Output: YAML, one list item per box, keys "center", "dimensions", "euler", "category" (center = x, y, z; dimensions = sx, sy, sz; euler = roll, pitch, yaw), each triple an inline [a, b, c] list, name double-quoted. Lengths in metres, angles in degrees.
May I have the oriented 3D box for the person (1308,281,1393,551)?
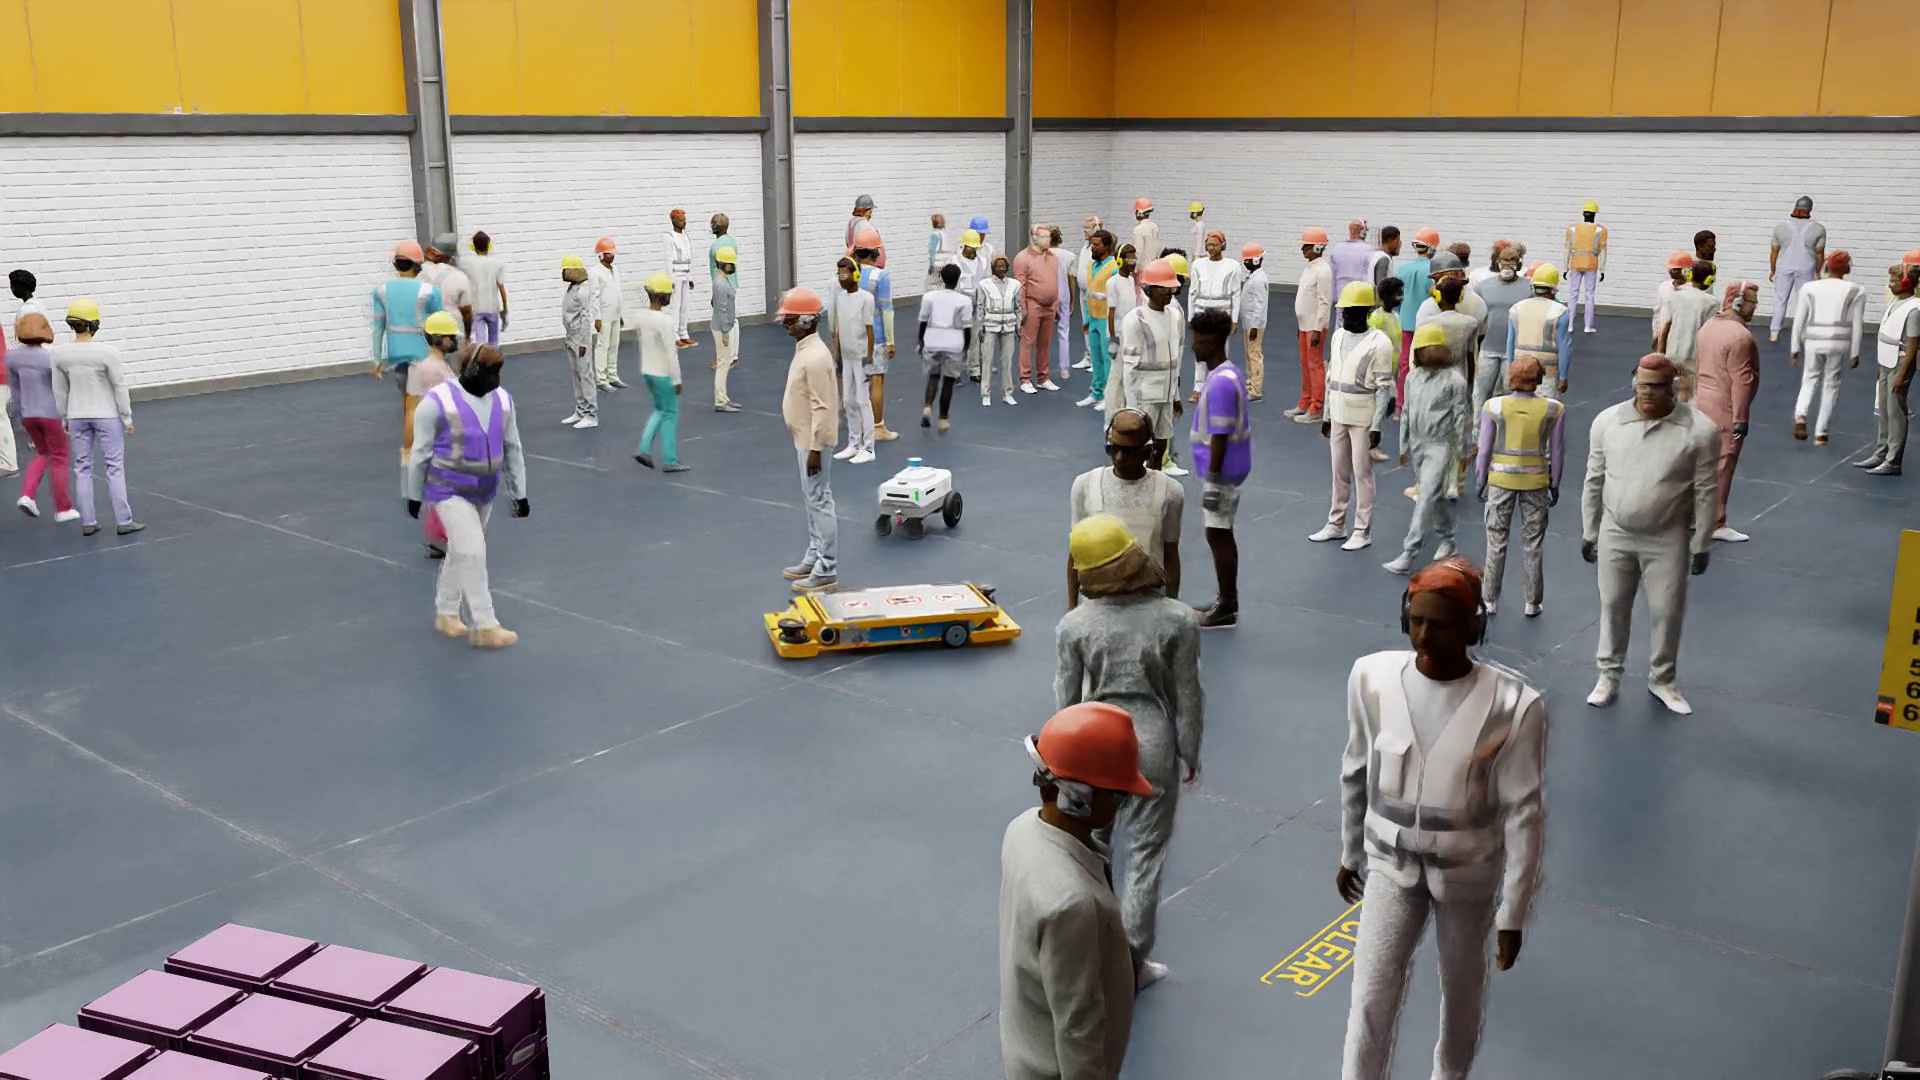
- center: [2.822, -0.889, 11.956]
  dimensions: [0.369, 1.928, 0.585]
  euler: [-8, 16, -30]
  category: "person"

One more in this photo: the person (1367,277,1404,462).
- center: [3.811, -1.522, 14.955]
  dimensions: [0.392, 1.681, 0.547]
  euler: [9, 17, 33]
  category: "person"

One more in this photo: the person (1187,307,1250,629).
- center: [1.552, -0.431, 10.110]
  dimensions: [0.424, 1.952, 0.606]
  euler: [2, 14, 8]
  category: "person"

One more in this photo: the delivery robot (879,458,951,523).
- center: [-0.334, -0.374, 12.490]
  dimensions: [0.477, 0.478, 0.707]
  euler: [5, 15, 20]
  category: "delivery robot"

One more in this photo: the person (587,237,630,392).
- center: [-4.032, -2.590, 19.104]
  dimensions: [0.330, 1.750, 0.572]
  euler: [5, 15, 18]
  category: "person"

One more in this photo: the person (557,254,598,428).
- center: [-3.880, -2.011, 16.815]
  dimensions: [0.295, 1.744, 0.487]
  euler: [-9, 17, -32]
  category: "person"

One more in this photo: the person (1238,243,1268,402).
- center: [3.215, -2.403, 18.373]
  dimensions: [0.337, 1.745, 0.563]
  euler: [0, 14, 0]
  category: "person"

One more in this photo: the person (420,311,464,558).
- center: [-3.587, -0.713, 11.595]
  dimensions: [0.410, 1.746, 0.559]
  euler: [-2, 14, -9]
  category: "person"

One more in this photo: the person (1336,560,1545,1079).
- center: [1.296, 0.977, 4.681]
  dimensions: [0.606, 1.832, 0.951]
  euler: [9, 17, 32]
  category: "person"

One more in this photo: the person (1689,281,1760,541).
- center: [5.650, -0.951, 12.259]
  dimensions: [0.408, 1.902, 0.644]
  euler: [-1, 14, -3]
  category: "person"

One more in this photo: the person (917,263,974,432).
- center: [-0.138, -1.908, 16.538]
  dimensions: [0.566, 1.666, 0.402]
  euler: [4, 15, 14]
  category: "person"

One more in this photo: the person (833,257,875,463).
- center: [-0.963, -1.627, 15.060]
  dimensions: [0.341, 1.857, 0.520]
  euler: [-12, 18, -40]
  category: "person"

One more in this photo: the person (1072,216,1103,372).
- center: [1.639, -3.037, 20.581]
  dimensions: [0.407, 1.906, 0.654]
  euler: [-6, 15, -23]
  category: "person"

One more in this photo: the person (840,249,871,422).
- center: [-1.027, -2.060, 16.834]
  dimensions: [0.519, 1.830, 0.556]
  euler: [12, 18, 40]
  category: "person"

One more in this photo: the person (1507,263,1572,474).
- center: [5.072, -1.491, 14.546]
  dimensions: [0.404, 1.836, 0.599]
  euler: [-11, 18, -37]
  category: "person"

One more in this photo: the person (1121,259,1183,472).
- center: [1.475, -1.083, 12.496]
  dimensions: [0.383, 2.041, 0.616]
  euler: [14, 19, 43]
  category: "person"

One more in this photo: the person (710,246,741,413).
- center: [-2.486, -2.230, 17.671]
  dimensions: [0.336, 1.757, 0.532]
  euler: [-2, 14, -8]
  category: "person"

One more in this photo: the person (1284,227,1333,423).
- center: [3.604, -2.203, 17.068]
  dimensions: [0.375, 1.995, 0.611]
  euler: [-2, 14, -6]
  category: "person"

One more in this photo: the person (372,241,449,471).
- center: [-4.885, -1.672, 14.946]
  dimensions: [0.607, 1.988, 1.033]
  euler: [2, 14, 7]
  category: "person"

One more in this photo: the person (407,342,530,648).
- center: [-2.860, -0.266, 9.766]
  dimensions: [0.842, 1.781, 0.636]
  euler: [9, 17, 31]
  category: "person"

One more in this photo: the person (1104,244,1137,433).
- center: [1.619, -1.988, 16.465]
  dimensions: [0.322, 1.871, 0.531]
  euler: [8, 16, 28]
  category: "person"

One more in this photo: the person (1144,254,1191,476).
- center: [1.808, -1.527, 14.513]
  dimensions: [0.376, 1.923, 0.585]
  euler: [-2, 14, -10]
  category: "person"

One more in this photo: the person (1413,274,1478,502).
- center: [3.838, -1.176, 13.254]
  dimensions: [0.520, 1.859, 0.395]
  euler: [-3, 14, -11]
  category: "person"

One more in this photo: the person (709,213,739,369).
- center: [-2.964, -3.107, 20.797]
  dimensions: [0.372, 1.940, 0.630]
  euler: [2, 14, 9]
  category: "person"

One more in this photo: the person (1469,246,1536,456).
- center: [4.962, -1.714, 15.238]
  dimensions: [0.631, 1.936, 0.370]
  euler: [6, 15, 22]
  category: "person"

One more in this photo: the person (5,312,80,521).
- center: [-7.011, -0.930, 12.737]
  dimensions: [0.514, 1.625, 0.367]
  euler: [3, 14, 13]
  category: "person"

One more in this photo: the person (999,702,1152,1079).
- center: [0.266, 1.214, 3.922]
  dimensions: [0.338, 1.742, 0.563]
  euler: [-2, 14, -9]
  category: "person"

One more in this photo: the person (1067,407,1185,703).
- center: [0.716, 0.321, 7.299]
  dimensions: [0.507, 1.840, 0.343]
  euler: [2, 14, 6]
  category: "person"

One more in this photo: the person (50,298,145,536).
- center: [-6.412, -0.904, 12.342]
  dimensions: [0.533, 1.768, 0.310]
  euler: [-1, 14, -3]
  category: "person"

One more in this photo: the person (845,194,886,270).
- center: [-1.329, -3.923, 23.852]
  dimensions: [0.536, 2.000, 0.677]
  euler: [-7, 16, -27]
  category: "person"

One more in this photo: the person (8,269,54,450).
- center: [-8.721, -1.707, 15.716]
  dimensions: [0.319, 1.687, 0.539]
  euler: [-5, 15, -18]
  category: "person"

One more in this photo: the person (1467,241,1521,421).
- center: [5.511, -2.125, 17.079]
  dimensions: [0.610, 1.838, 0.827]
  euler: [-1, 14, -2]
  category: "person"

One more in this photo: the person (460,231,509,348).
- center: [-5.443, -2.593, 18.972]
  dimensions: [0.543, 1.820, 0.959]
  euler: [-5, 15, -19]
  category: "person"

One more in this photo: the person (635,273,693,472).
- center: [-2.623, -1.454, 14.559]
  dimensions: [0.357, 1.760, 0.556]
  euler: [-12, 18, -39]
  category: "person"
